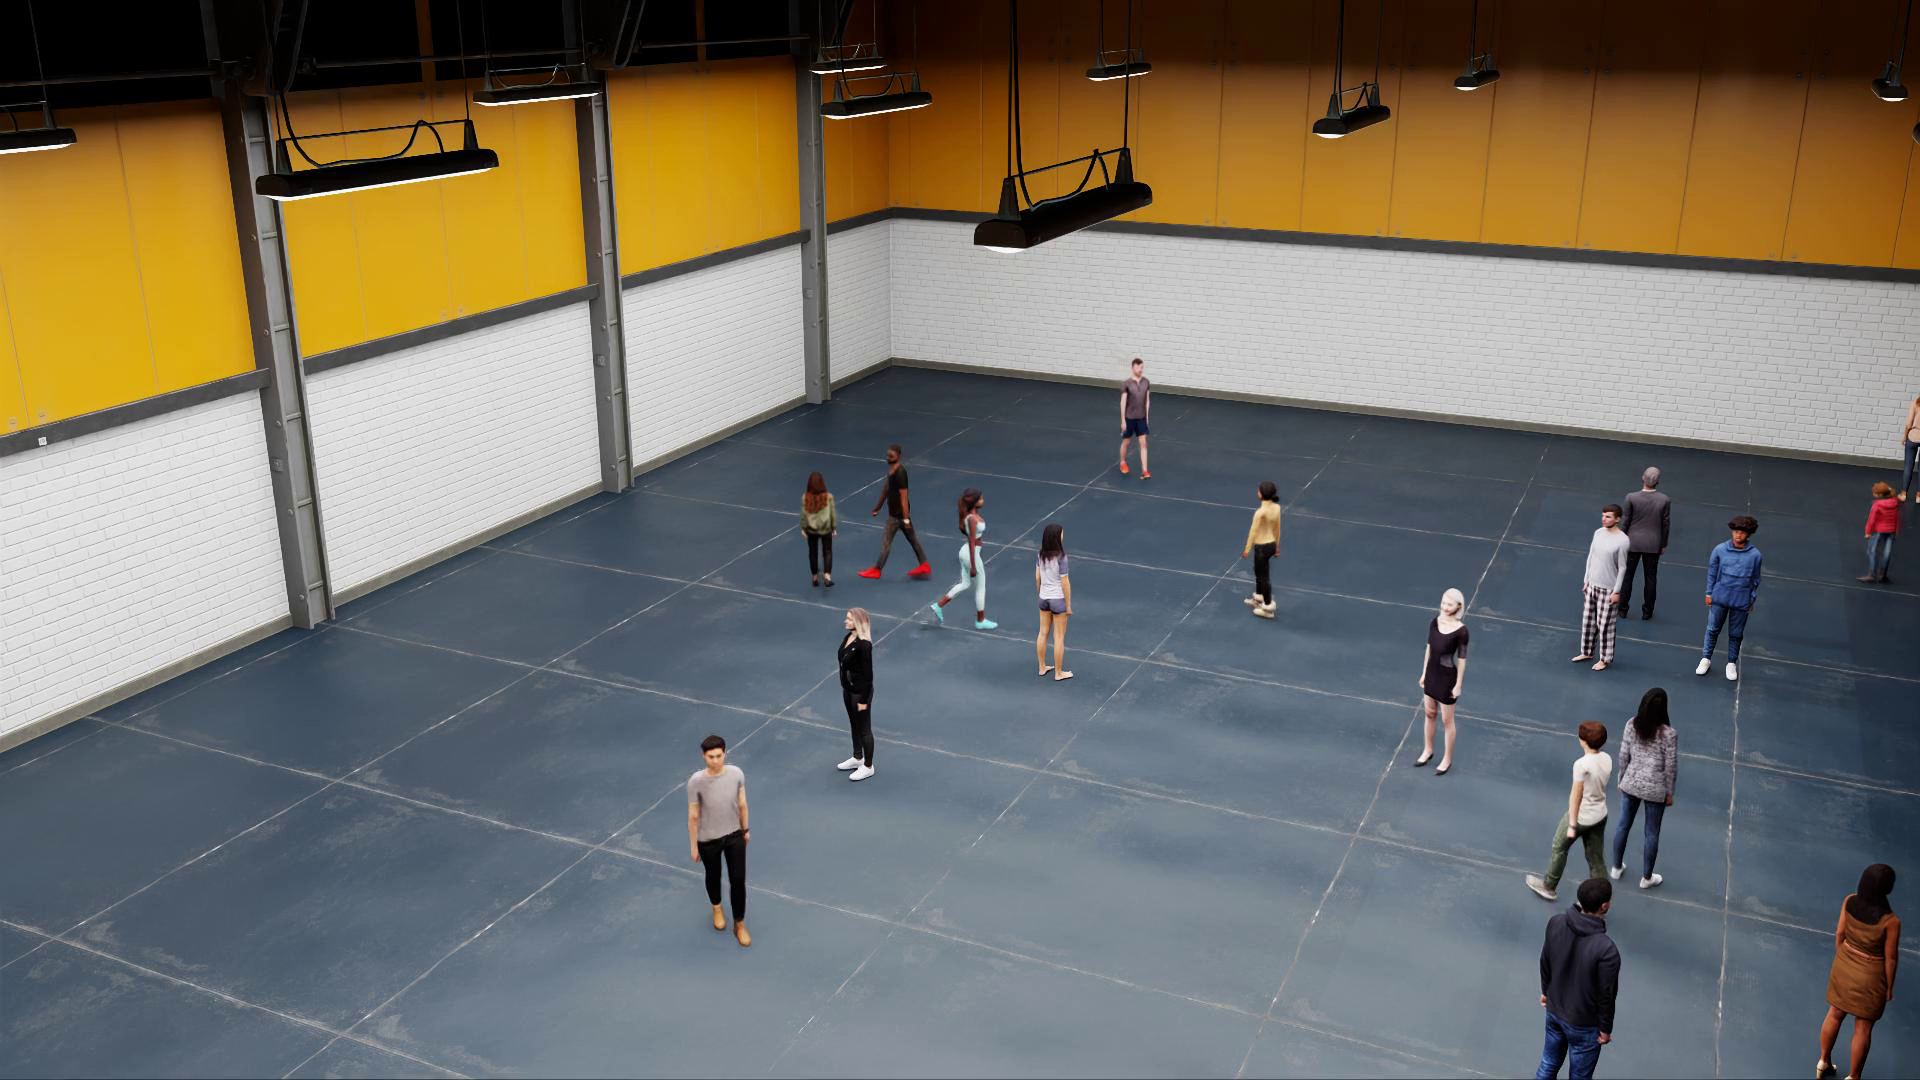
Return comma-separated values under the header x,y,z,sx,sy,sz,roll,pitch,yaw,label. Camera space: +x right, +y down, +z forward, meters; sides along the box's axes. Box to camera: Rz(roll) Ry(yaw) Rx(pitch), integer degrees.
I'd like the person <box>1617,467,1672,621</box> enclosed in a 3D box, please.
x,y,z,sx,sy,sz,roll,pitch,yaw,label
8.003,0.027,19.489,0.756,1.842,0.655,5,19,15,person

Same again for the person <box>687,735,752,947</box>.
x,y,z,sx,sy,sz,roll,pitch,yaw,label
-1.890,2.274,13.043,0.930,1.698,1.011,-5,19,-15,person

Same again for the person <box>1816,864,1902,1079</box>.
x,y,z,sx,sy,sz,roll,pitch,yaw,label
6.023,2.922,11.129,0.680,1.690,0.646,-10,21,-26,person

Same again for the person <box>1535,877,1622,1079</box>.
x,y,z,sx,sy,sz,roll,pitch,yaw,label
3.905,3.001,10.581,0.766,1.891,0.765,-12,22,-31,person

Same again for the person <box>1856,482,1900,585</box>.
x,y,z,sx,sy,sz,roll,pitch,yaw,label
11.534,-0.091,20.702,0.698,1.291,0.672,3,19,10,person

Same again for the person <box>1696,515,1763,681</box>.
x,y,z,sx,sy,sz,roll,pitch,yaw,label
8.281,0.596,17.848,0.677,1.809,0.550,9,21,26,person

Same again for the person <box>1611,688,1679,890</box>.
x,y,z,sx,sy,sz,roll,pitch,yaw,label
5.646,2.026,13.725,0.675,1.732,0.636,17,25,42,person

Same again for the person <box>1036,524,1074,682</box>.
x,y,z,sx,sy,sz,roll,pitch,yaw,label
1.000,0.648,17.814,0.643,1.734,0.613,17,25,40,person

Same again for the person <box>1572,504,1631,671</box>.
x,y,z,sx,sy,sz,roll,pitch,yaw,label
7.015,0.489,18.108,0.726,1.848,0.702,-10,21,-28,person

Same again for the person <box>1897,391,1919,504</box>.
x,y,z,sx,sy,sz,roll,pitch,yaw,label
13.786,-1.426,23.885,0.600,1.790,0.524,7,20,21,person

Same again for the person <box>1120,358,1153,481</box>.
x,y,z,sx,sy,sz,roll,pitch,yaw,label
2.587,-1.827,25.054,1.163,1.803,1.242,-6,19,-17,person

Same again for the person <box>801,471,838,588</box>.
x,y,z,sx,sy,sz,roll,pitch,yaw,label
-1.744,-0.125,20.513,0.677,1.477,0.674,0,19,-1,person

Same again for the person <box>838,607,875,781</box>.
x,y,z,sx,sy,sz,roll,pitch,yaw,label
-0.945,1.421,15.595,0.727,1.686,0.691,-9,21,-25,person

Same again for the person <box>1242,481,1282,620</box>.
x,y,z,sx,sy,sz,roll,pitch,yaw,label
3.634,0.132,19.487,0.780,1.643,0.783,17,25,40,person

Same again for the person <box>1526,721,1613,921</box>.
x,y,z,sx,sy,sz,roll,pitch,yaw,label
5.033,2.259,13.200,0.979,1.626,0.981,-10,21,-27,person

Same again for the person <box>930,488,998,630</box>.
x,y,z,sx,sy,sz,roll,pitch,yaw,label
0.055,0.230,19.103,0.956,1.703,1.022,-1,19,-4,person

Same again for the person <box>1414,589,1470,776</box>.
x,y,z,sx,sy,sz,roll,pitch,yaw,label
4.553,1.316,15.676,0.630,1.831,0.639,-14,23,-35,person

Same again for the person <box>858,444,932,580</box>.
x,y,z,sx,sy,sz,roll,pitch,yaw,label
-0.668,-0.335,20.702,1.121,1.753,1.194,-2,19,-5,person
